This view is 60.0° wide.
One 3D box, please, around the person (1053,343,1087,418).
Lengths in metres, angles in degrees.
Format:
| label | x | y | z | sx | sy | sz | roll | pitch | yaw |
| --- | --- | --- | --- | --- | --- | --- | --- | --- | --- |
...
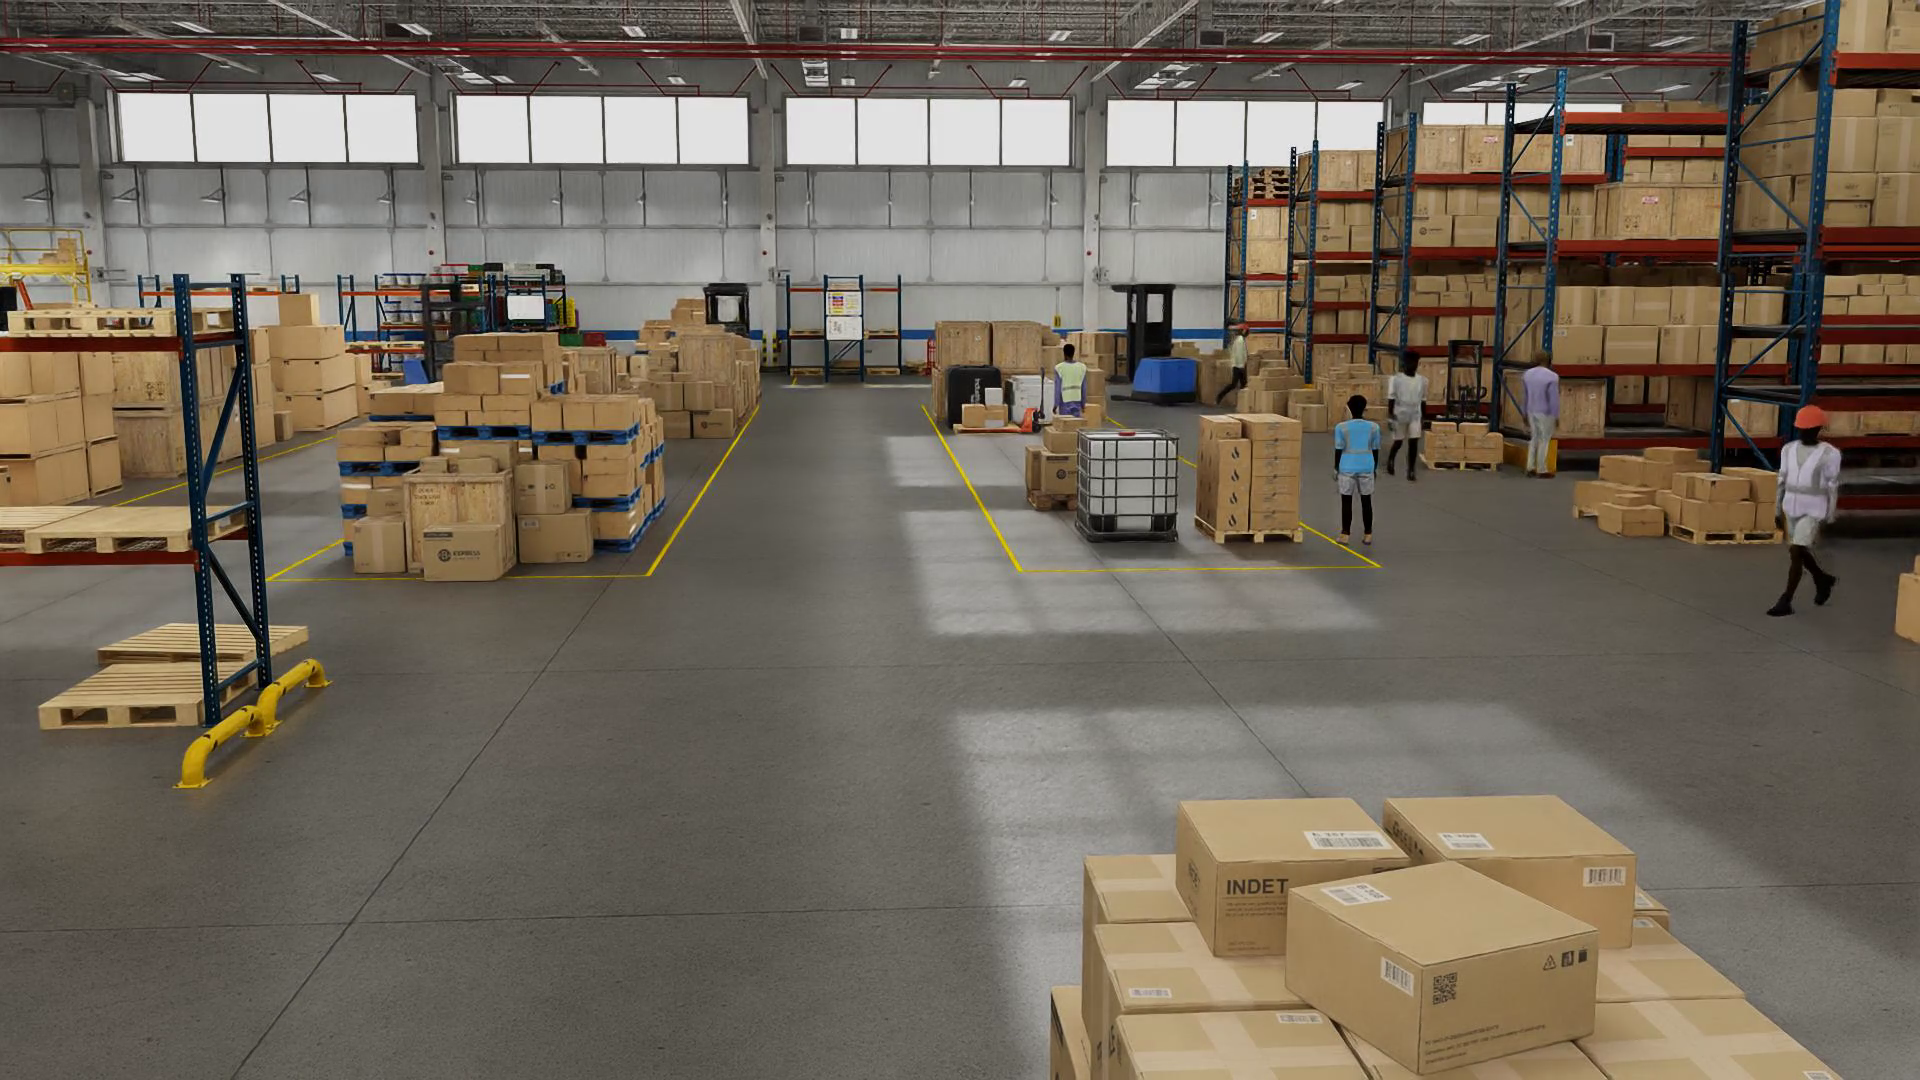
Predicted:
| label | x | y | z | sx | sy | sz | roll | pitch | yaw |
| --- | --- | --- | --- | --- | --- | --- | --- | --- | --- |
| person | 1.798 | -2.242 | 27.123 | 0.594 | 1.915 | 0.373 | -4 | 10 | -24 |

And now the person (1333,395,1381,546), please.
| label | x | y | z | sx | sy | sz | roll | pitch | yaw |
| --- | --- | --- | --- | --- | --- | --- | --- | --- | --- |
| person | 4.433 | -0.777 | 18.628 | 0.539 | 1.690 | 0.320 | -1 | 9 | -4 |

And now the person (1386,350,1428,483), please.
| label | x | y | z | sx | sy | sz | roll | pitch | yaw |
| --- | --- | --- | --- | --- | --- | --- | --- | --- | --- |
| person | 6.526 | -1.820 | 24.380 | 0.628 | 1.944 | 0.657 | -1 | 9 | -4 |

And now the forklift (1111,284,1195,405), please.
| label | x | y | z | sx | sy | sz | roll | pitch | yaw |
| --- | --- | --- | --- | --- | --- | --- | --- | --- | --- |
| forklift | 4.574 | -4.631 | 39.106 | 1.129 | 2.768 | 1.873 | -6 | 11 | -31 |

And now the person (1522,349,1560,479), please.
| label | x | y | z | sx | sy | sz | roll | pitch | yaw |
| --- | --- | --- | --- | --- | --- | --- | --- | --- | --- |
| person | 8.634 | -1.866 | 24.712 | 0.387 | 1.941 | 0.635 | -5 | 10 | -29 |

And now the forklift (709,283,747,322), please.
| label | x | y | z | sx | sy | sz | roll | pitch | yaw |
| --- | --- | --- | --- | --- | --- | --- | --- | --- | --- |
| forklift | -5.841 | -5.095 | 42.020 | 1.129 | 2.768 | 1.873 | -1 | 9 | -4 |

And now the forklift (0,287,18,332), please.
| label | x | y | z | sx | sy | sz | roll | pitch | yaw |
| --- | --- | --- | --- | --- | --- | --- | --- | --- | --- |
| forklift | -16.254 | -2.887 | 28.159 | 1.873 | 2.768 | 1.129 | -1 | 9 | -4 |

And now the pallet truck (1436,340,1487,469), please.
| label | x | y | z | sx | sy | sz | roll | pitch | yaw |
| --- | --- | --- | --- | --- | --- | --- | --- | --- | --- |
| pallet truck | 8.004 | -2.170 | 26.422 | 0.823 | 1.965 | 1.885 | 2 | 9 | 14 |

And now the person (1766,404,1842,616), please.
| label | x | y | z | sx | sy | sz | roll | pitch | yaw |
| --- | --- | --- | --- | --- | --- | --- | --- | --- | --- |
| person | 7.606 | -0.281 | 14.878 | 0.898 | 1.905 | 0.551 | -5 | 10 | -29 |

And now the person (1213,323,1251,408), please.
| label | x | y | z | sx | sy | sz | roll | pitch | yaw |
| --- | --- | --- | --- | --- | --- | --- | --- | --- | --- |
| person | 6.193 | -3.906 | 37.493 | 0.859 | 1.941 | 0.672 | 2 | 9 | 12 |

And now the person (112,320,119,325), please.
| label | x | y | z | sx | sy | sz | roll | pitch | yaw |
| --- | --- | --- | --- | --- | --- | --- | --- | --- | --- |
| person | -21.441 | -4.653 | 42.390 | 1.034 | 1.882 | 0.552 | 2 | 9 | 11 |

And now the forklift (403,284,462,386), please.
| label | x | y | z | sx | sy | sz | roll | pitch | yaw |
| --- | --- | --- | --- | --- | --- | --- | --- | --- | --- |
| forklift | -11.902 | -4.493 | 38.244 | 1.873 | 2.768 | 1.129 | 7 | 12 | 39 |
